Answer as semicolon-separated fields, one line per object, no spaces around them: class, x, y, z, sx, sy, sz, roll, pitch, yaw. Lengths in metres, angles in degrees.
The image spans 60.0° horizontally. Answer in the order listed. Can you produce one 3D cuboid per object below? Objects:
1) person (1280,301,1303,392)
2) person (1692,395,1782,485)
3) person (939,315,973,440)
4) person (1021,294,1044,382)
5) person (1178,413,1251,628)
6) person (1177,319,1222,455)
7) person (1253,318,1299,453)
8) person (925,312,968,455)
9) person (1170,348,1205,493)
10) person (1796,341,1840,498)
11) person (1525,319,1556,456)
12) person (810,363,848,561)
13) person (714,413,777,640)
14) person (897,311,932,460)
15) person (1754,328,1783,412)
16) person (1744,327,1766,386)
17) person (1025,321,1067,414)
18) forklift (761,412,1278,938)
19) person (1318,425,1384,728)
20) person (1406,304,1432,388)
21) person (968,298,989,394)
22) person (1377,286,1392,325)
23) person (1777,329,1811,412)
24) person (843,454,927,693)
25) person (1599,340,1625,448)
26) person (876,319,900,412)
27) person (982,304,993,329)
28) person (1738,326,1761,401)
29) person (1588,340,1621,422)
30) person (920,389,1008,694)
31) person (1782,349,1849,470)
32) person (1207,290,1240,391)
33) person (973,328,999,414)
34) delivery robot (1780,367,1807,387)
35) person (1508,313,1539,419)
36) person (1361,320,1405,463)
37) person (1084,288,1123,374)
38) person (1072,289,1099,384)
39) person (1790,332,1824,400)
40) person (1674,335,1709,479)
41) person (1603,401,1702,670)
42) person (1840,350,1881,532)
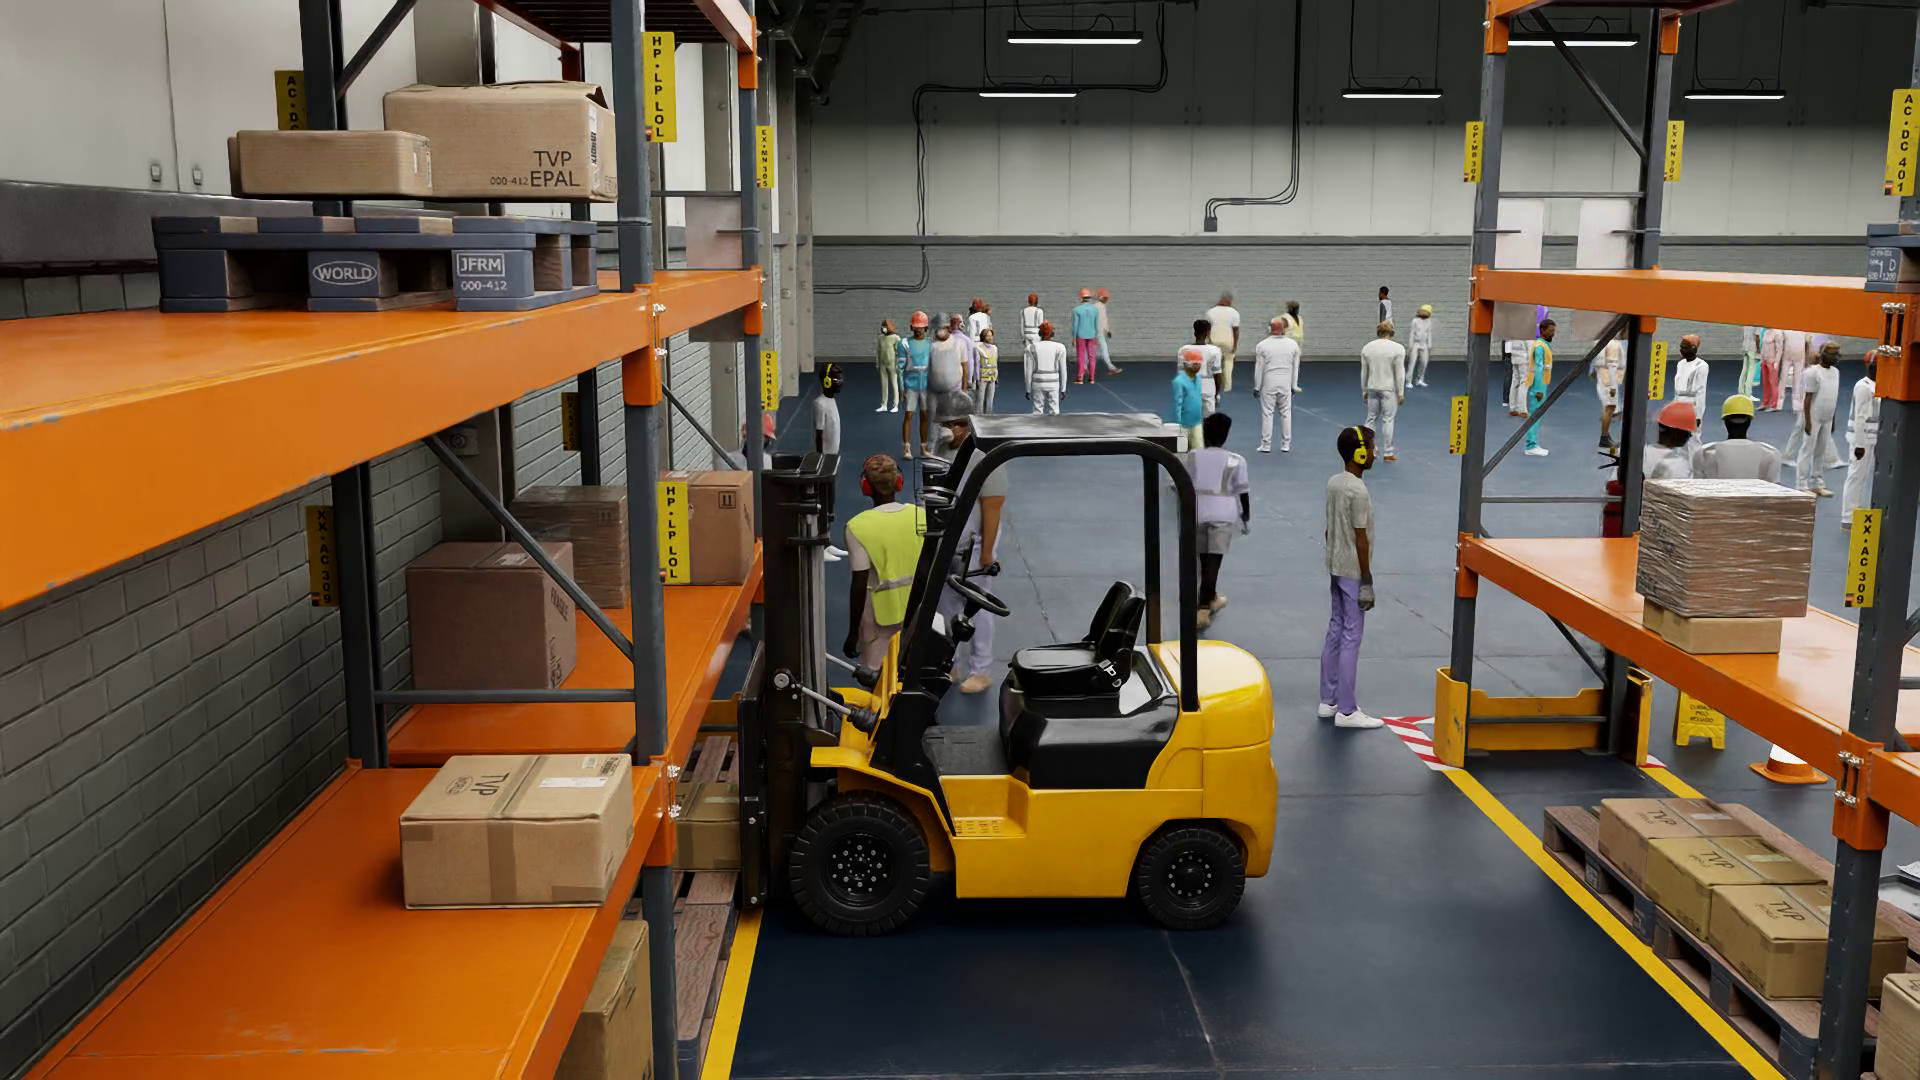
person;6.582;-3.880;33.294;0.630;1.827;0.604;-9;13;-41
person;5.451;-0.066;11.772;0.586;1.917;0.380;2;10;13
person;-0.066;-2.445;25.089;0.645;1.900;0.399;6;12;30
person;1.562;-4.305;35.485;0.576;1.882;0.355;7;12;35
person;1.989;-0.164;13.032;0.544;1.652;0.859;6;12;29
person;3.211;-1.979;22.291;0.602;1.966;0.368;3;11;18
person;4.476;-2.191;23.638;0.640;1.910;0.407;-1;10;-8
person;-0.232;-2.120;22.869;0.688;2.000;0.536;0;10;0
person;2.743;-1.407;19.739;0.524;1.727;0.605;9;14;42
person;10.040;-1.403;19.436;0.510;1.839;0.336;-4;11;-24
person;8.142;-2.151;23.398;0.372;1.912;0.596;4;11;21
person;-1.241;-0.730;15.642;0.326;1.861;0.511;2;10;9
person;-1.608;-0.096;12.512;0.593;1.715;0.455;-7;13;-35
person;-0.563;-2.111;22.828;0.605;2.038;0.394;-4;11;-20
person;14.228;-3.127;29.248;0.327;1.765;0.531;-1;10;-3
person;16.556;-4.117;34.582;0.353;1.835;0.518;6;12;29
person;1.207;-2.127;23.348;0.584;1.882;0.349;0;10;0
forklift;0.291;0.548;7.580;2.313;2.155;1.214;0;10;-2
person;2.429;0.222;10.291;0.328;1.875;0.513;-2;10;-12
person;9.435;-3.997;34.289;0.550;1.706;0.385;-5;11;-24
person;0.344;-3.797;32.647;0.345;1.882;0.584;8;13;37
person;10.157;-5.100;39.815;0.374;1.917;0.597;5;11;26
person;14.660;-3.173;29.283;0.514;1.843;0.327;4;11;21
person;-0.389;0.453;9.090;0.565;1.841;0.396;-10;14;-43
person;9.528;-2.298;24.196;0.386;1.924;0.548;4;11;20
person;-1.265;-3.062;29.252;0.500;1.633;0.279;6;12;30
person;0.556;-4.347;36.425;0.320;1.628;0.509;1;10;6
person;14.898;-3.540;31.289;0.327;1.863;0.511;-1;10;-6
person;10.718;-2.841;27.635;0.423;1.785;0.675;-2;10;-10
person;-0.023;-0.005;11.087;0.535;2.000;0.683;-8;13;-38
person;11.273;-1.714;21.851;0.541;1.584;0.873;-7;13;-36
person;5.276;-3.985;33.260;0.696;2.000;0.647;6;12;29
person;0.406;-2.512;26.170;0.307;1.641;0.514;9;14;42
delivery robot;16.725;-3.299;33.315;0.707;0.478;0.477;-10;14;-43
person;9.541;-3.016;28.119;0.406;1.945;0.615;-2;10;-10
person;5.736;-2.016;22.607;0.631;1.932;0.363;9;14;42
person;3.179;-4.717;37.670;1.017;1.938;0.615;3;11;15
person;2.636;-4.289;35.080;0.612;1.995;0.382;-4;11;-23
person;15.955;-3.500;31.212;0.511;1.809;0.717;-4;11;-22
person;8.836;-1.549;20.166;0.355;1.876;0.574;-1;10;-7
person;4.797;-0.018;11.549;0.576;1.896;0.570;-2;10;-12
person;9.337;-1.014;17.149;0.356;1.881;0.575;8;13;39
